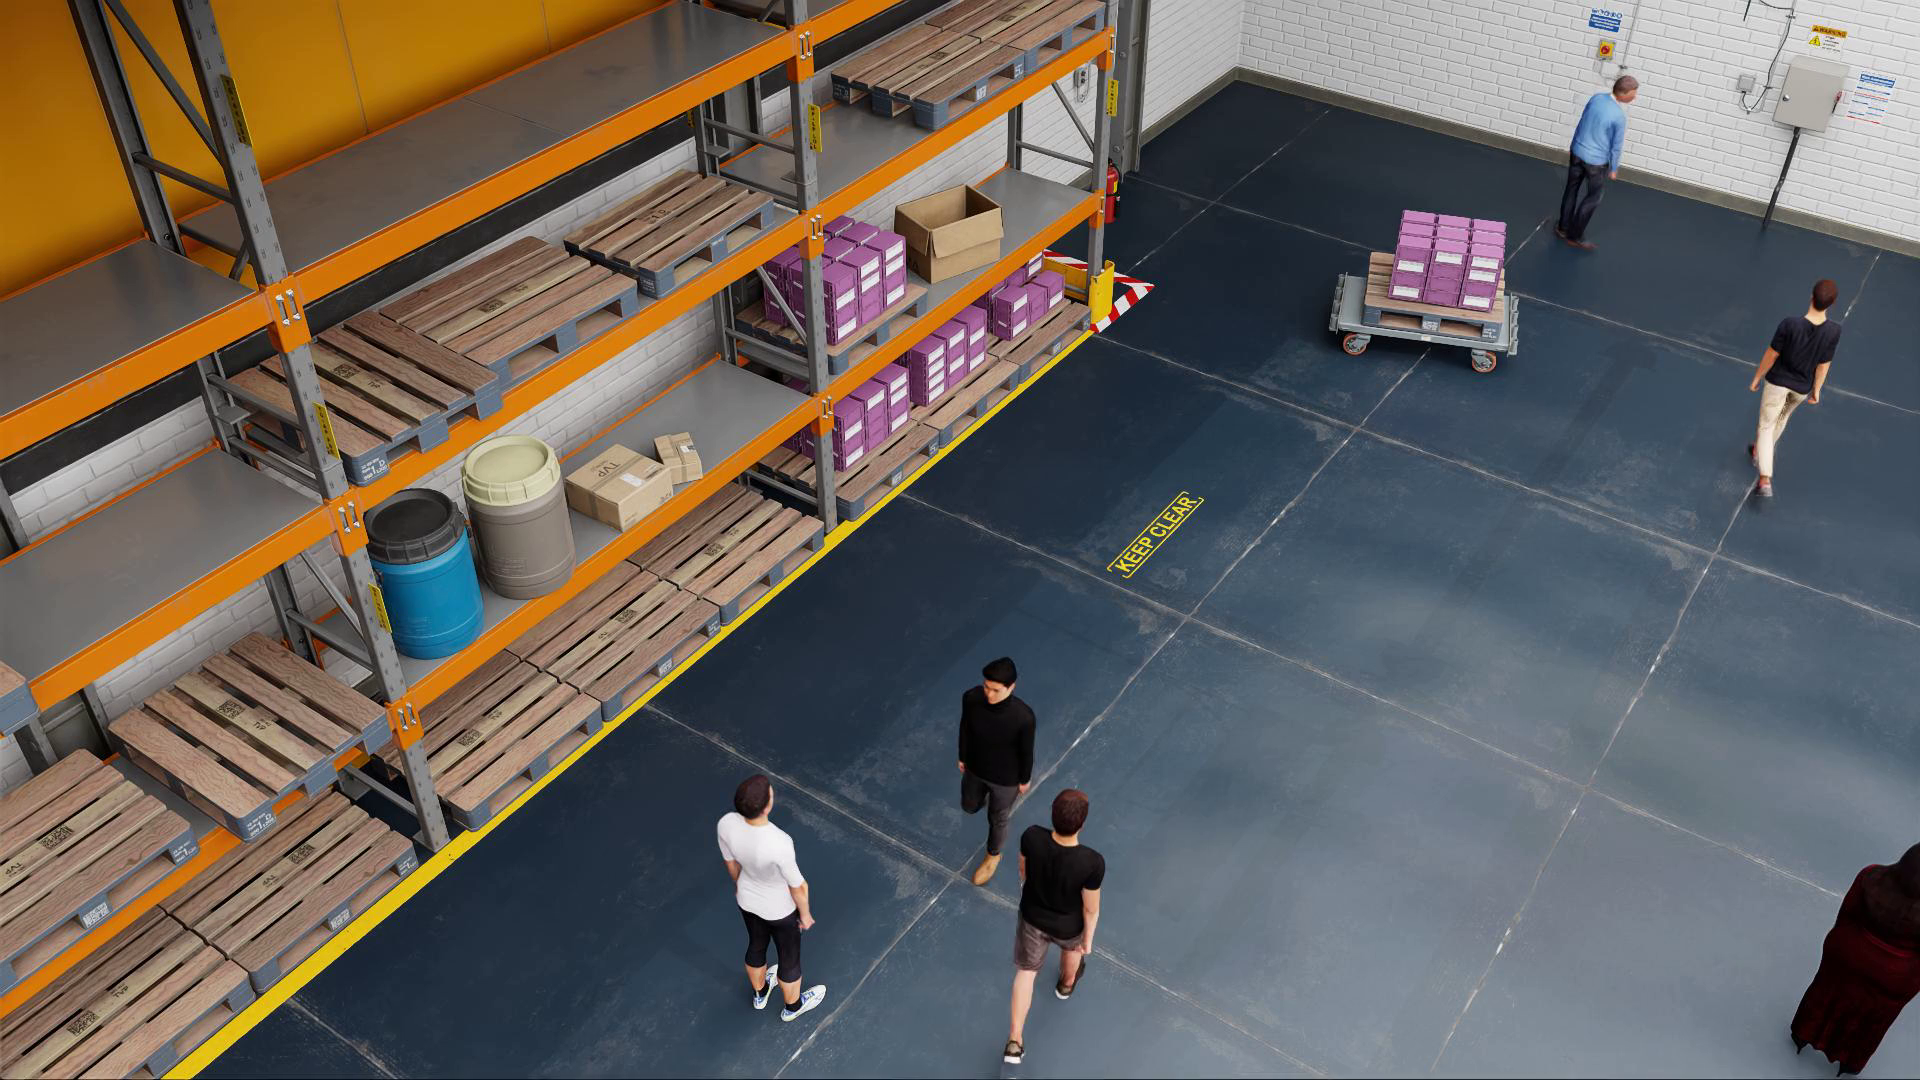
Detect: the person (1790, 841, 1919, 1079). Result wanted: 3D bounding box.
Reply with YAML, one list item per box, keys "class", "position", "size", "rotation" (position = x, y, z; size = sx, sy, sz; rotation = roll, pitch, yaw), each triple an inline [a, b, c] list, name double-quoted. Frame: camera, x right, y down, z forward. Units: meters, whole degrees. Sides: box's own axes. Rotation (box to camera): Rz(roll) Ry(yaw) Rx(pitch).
- class: "person"
  position: [4.886, 2.239, 8.881]
  size: [0.699, 1.752, 0.651]
  rotation: [32, 48, 34]

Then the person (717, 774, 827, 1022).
- class: "person"
  position: [-1.058, 1.971, 9.138]
  size: [0.678, 1.851, 0.577]
  rotation: [21, 43, 24]

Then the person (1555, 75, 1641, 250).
- class: "person"
  position: [6.201, -3.808, 16.432]
  size: [0.805, 1.778, 0.876]
  rotation: [-31, 48, -33]

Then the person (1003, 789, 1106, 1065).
- class: "person"
  position: [0.459, 2.094, 8.998]
  size: [0.874, 1.833, 1.250]
  rotation: [12, 40, 15]

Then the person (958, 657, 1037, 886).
- class: "person"
  position: [0.238, 1.318, 10.066]
  size: [0.635, 1.712, 0.820]
  rotation: [25, 45, 27]

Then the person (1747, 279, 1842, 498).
- class: "person"
  position: [6.529, -1.161, 13.082]
  size: [0.988, 1.822, 1.242]
  rotation: [5, 39, 7]
